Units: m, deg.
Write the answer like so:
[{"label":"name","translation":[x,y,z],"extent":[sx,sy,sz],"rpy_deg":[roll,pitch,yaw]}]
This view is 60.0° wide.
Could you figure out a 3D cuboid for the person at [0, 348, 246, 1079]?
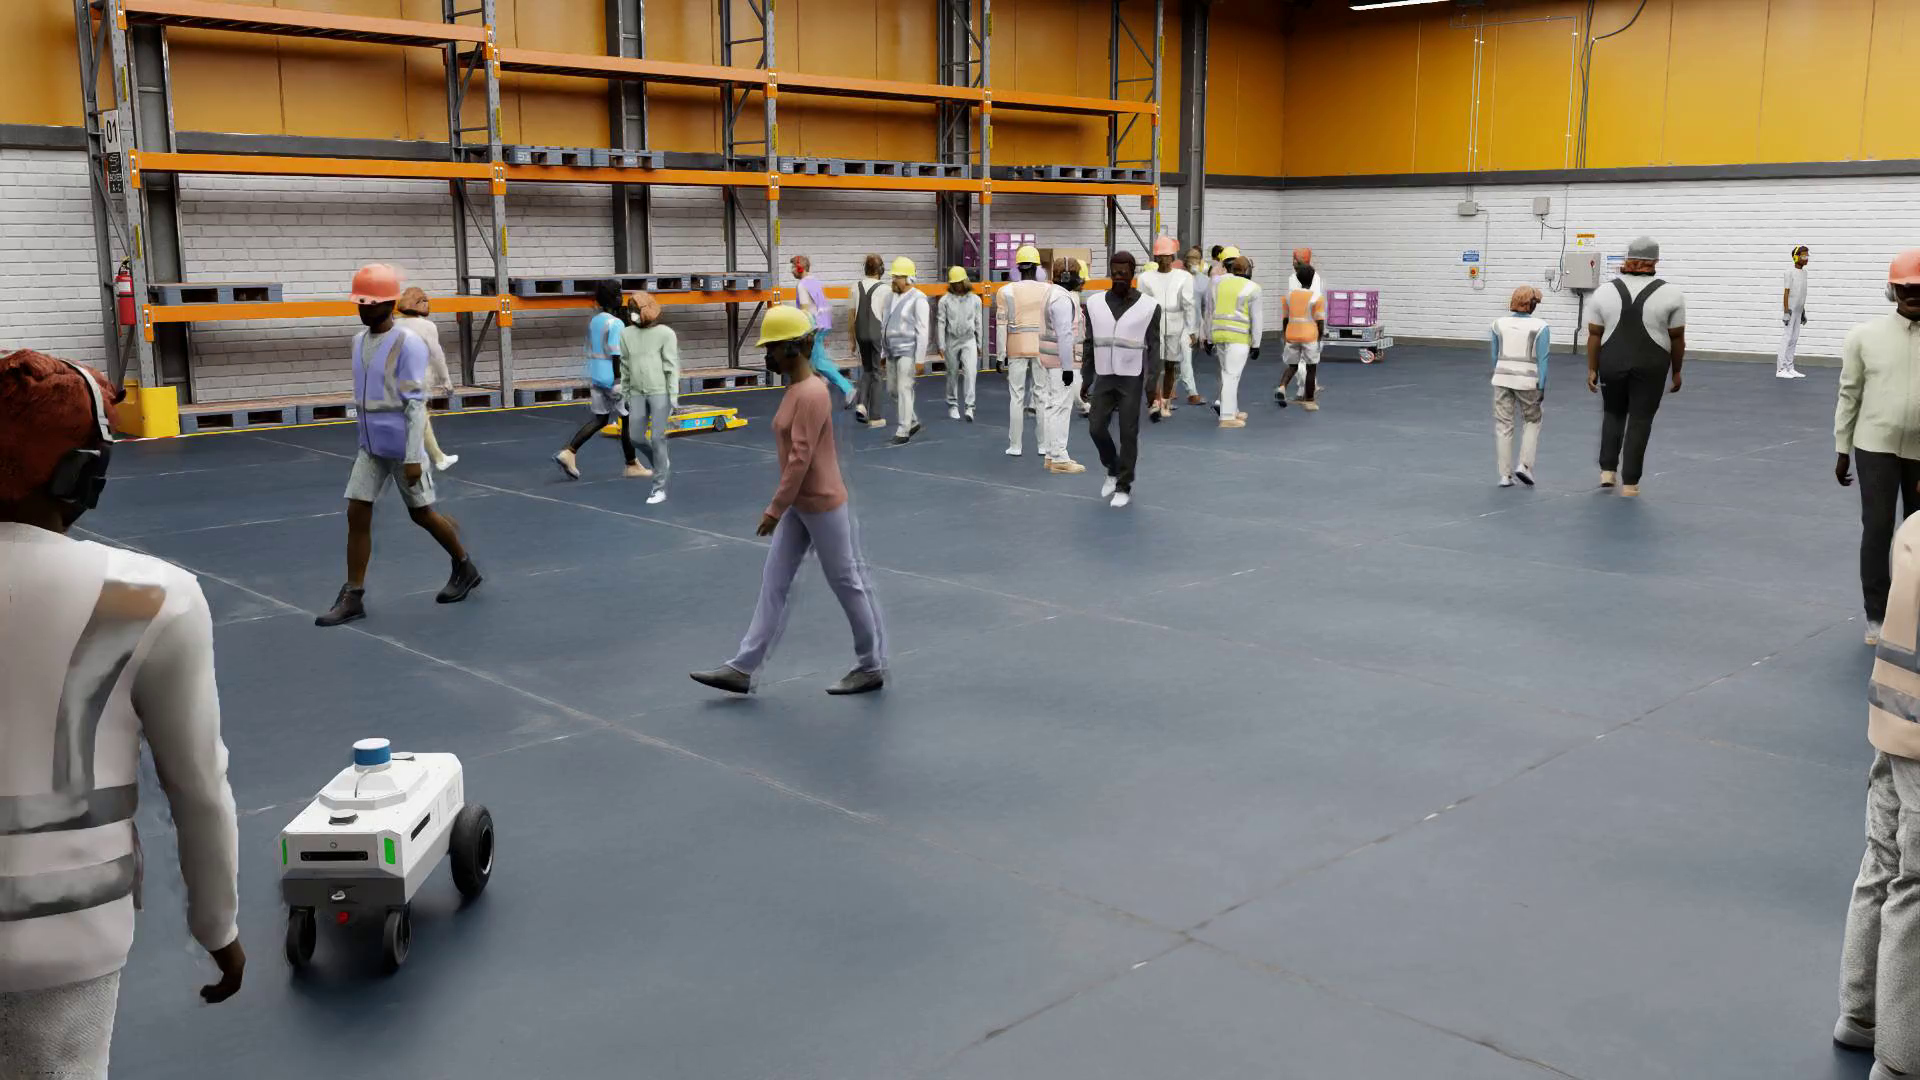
[{"label":"person","translation":[-1.471,0.632,2.621],"extent":[0.610,1.842,0.671],"rpy_deg":[-2,11,-11]}]

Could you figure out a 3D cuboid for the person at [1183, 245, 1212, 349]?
[{"label":"person","translation":[4.198,-4.334,29.719],"extent":[0.634,1.842,0.429],"rpy_deg":[1,10,8]}]

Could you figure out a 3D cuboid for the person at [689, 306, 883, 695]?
[{"label":"person","translation":[-0.739,-0.144,7.201],"extent":[0.899,1.710,0.516],"rpy_deg":[-4,11,-20]}]

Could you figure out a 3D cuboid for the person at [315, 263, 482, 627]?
[{"label":"person","translation":[-2.996,-0.527,8.874],"extent":[0.537,1.888,0.991],"rpy_deg":[6,12,31]}]

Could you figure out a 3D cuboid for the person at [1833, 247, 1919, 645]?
[{"label":"person","translation":[4.741,-0.486,8.389],"extent":[0.622,1.968,0.802],"rpy_deg":[4,11,20]}]

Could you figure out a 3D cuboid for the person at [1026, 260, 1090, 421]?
[{"label":"person","translation":[1.150,-2.182,18.237],"extent":[0.914,1.763,0.721],"rpy_deg":[1,10,7]}]

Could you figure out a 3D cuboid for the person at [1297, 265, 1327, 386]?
[{"label":"person","translation":[4.657,-2.864,22.304],"extent":[0.518,1.618,0.422],"rpy_deg":[3,11,14]}]

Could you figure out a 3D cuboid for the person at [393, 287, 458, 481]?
[{"label":"person","translation":[-4.482,-1.306,13.875],"extent":[0.500,1.590,0.852],"rpy_deg":[6,12,30]}]

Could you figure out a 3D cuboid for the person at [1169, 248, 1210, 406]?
[{"label":"person","translation":[2.716,-2.594,20.133],"extent":[0.657,1.879,1.046],"rpy_deg":[-4,11,-23]}]

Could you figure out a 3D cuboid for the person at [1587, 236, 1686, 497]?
[{"label":"person","translation":[5.295,-1.366,12.991],"extent":[0.695,2.000,0.599],"rpy_deg":[7,12,32]}]

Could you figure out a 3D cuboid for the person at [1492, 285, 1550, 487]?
[{"label":"person","translation":[4.507,-1.233,13.413],"extent":[0.509,1.621,0.418],"rpy_deg":[8,13,38]}]

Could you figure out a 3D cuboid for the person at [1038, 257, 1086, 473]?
[{"label":"person","translation":[0.891,-1.498,14.259],"extent":[0.429,1.840,0.636],"rpy_deg":[-1,10,-6]}]

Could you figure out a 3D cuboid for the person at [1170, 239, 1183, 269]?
[{"label":"person","translation":[3.619,-4.271,29.071],"extent":[0.622,1.958,0.645],"rpy_deg":[-2,11,-13]}]

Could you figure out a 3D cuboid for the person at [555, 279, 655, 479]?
[{"label":"person","translation":[-2.952,-1.314,13.729],"extent":[0.758,1.673,0.537],"rpy_deg":[-7,13,-34]}]

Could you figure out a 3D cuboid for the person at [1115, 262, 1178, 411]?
[{"label":"person","translation":[2.072,-2.328,19.093],"extent":[0.811,1.729,0.524],"rpy_deg":[1,10,5]}]

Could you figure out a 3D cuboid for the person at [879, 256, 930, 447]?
[{"label":"person","translation":[-0.541,-1.818,16.100],"extent":[0.511,1.842,0.601],"rpy_deg":[-8,13,-36]}]

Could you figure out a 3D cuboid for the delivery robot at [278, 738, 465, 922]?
[{"label":"delivery robot","translation":[-1.703,0.823,4.853],"extent":[0.477,0.478,0.707],"rpy_deg":[0,10,-1]}]

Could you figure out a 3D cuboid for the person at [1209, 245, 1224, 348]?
[{"label":"person","translation":[4.605,-4.366,29.918],"extent":[0.560,1.832,0.794],"rpy_deg":[8,13,36]}]

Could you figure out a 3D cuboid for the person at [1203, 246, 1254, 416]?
[{"label":"person","translation":[2.961,-2.250,18.198],"extent":[0.432,1.897,0.644],"rpy_deg":[-9,14,-40]}]

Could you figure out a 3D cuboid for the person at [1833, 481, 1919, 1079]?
[{"label":"person","translation":[2.298,0.501,3.907],"extent":[0.310,1.638,0.523],"rpy_deg":[2,11,12]}]

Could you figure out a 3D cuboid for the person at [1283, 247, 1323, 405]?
[{"label":"person","translation":[4.099,-2.532,19.785],"extent":[0.593,1.875,0.447],"rpy_deg":[-8,13,-36]}]

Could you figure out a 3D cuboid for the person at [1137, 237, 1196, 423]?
[{"label":"person","translation":[2.242,-2.282,18.106],"extent":[0.637,1.987,1.026],"rpy_deg":[1,10,4]}]

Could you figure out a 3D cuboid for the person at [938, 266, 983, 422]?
[{"label":"person","translation":[0.006,-2.123,18.082],"extent":[0.507,1.677,0.939],"rpy_deg":[-1,10,-7]}]

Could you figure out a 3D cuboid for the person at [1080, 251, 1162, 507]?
[{"label":"person","translation":[1.196,-1.201,12.462],"extent":[0.626,1.905,0.442],"rpy_deg":[4,11,22]}]

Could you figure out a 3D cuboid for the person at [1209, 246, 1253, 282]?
[{"label":"person","translation":[4.005,-3.378,24.447],"extent":[0.669,1.853,0.991],"rpy_deg":[0,10,-2]}]

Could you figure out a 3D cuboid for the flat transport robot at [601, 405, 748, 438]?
[{"label":"flat transport robot","translation":[-2.922,-1.232,17.089],"extent":[0.652,0.197,1.431],"rpy_deg":[8,13,37]}]

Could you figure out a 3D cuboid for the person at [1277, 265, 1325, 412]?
[{"label":"person","translation":[3.893,-2.297,19.024],"extent":[0.548,1.685,0.551],"rpy_deg":[9,14,40]}]

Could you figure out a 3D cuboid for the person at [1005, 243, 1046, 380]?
[{"label":"person","translation":[0.969,-3.209,23.406],"extent":[0.636,1.911,0.869],"rpy_deg":[9,13,39]}]

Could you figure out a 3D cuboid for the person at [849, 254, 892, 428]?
[{"label":"person","translation":[-0.898,-2.094,17.527],"extent":[0.549,1.827,0.408],"rpy_deg":[5,12,26]}]

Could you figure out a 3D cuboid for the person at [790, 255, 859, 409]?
[{"label":"person","translation":[-1.596,-2.408,19.364],"extent":[0.840,1.800,0.599],"rpy_deg":[2,11,9]}]

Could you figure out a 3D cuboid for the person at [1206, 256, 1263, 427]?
[{"label":"person","translation":[2.977,-2.105,17.716],"extent":[0.734,1.804,0.654],"rpy_deg":[-9,14,-40]}]

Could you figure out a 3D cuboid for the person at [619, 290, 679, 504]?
[{"label":"person","translation":[-2.340,-1.100,12.724],"extent":[0.518,1.615,0.501],"rpy_deg":[3,11,17]}]

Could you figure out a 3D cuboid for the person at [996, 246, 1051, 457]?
[{"label":"person","translation":[0.615,-1.722,15.250],"extent":[0.593,1.923,0.372],"rpy_deg":[-1,10,-7]}]

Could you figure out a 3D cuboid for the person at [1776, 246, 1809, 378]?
[{"label":"person","translation":[11.900,-3.242,23.687],"extent":[0.515,1.872,0.328],"rpy_deg":[-8,13,-36]}]
